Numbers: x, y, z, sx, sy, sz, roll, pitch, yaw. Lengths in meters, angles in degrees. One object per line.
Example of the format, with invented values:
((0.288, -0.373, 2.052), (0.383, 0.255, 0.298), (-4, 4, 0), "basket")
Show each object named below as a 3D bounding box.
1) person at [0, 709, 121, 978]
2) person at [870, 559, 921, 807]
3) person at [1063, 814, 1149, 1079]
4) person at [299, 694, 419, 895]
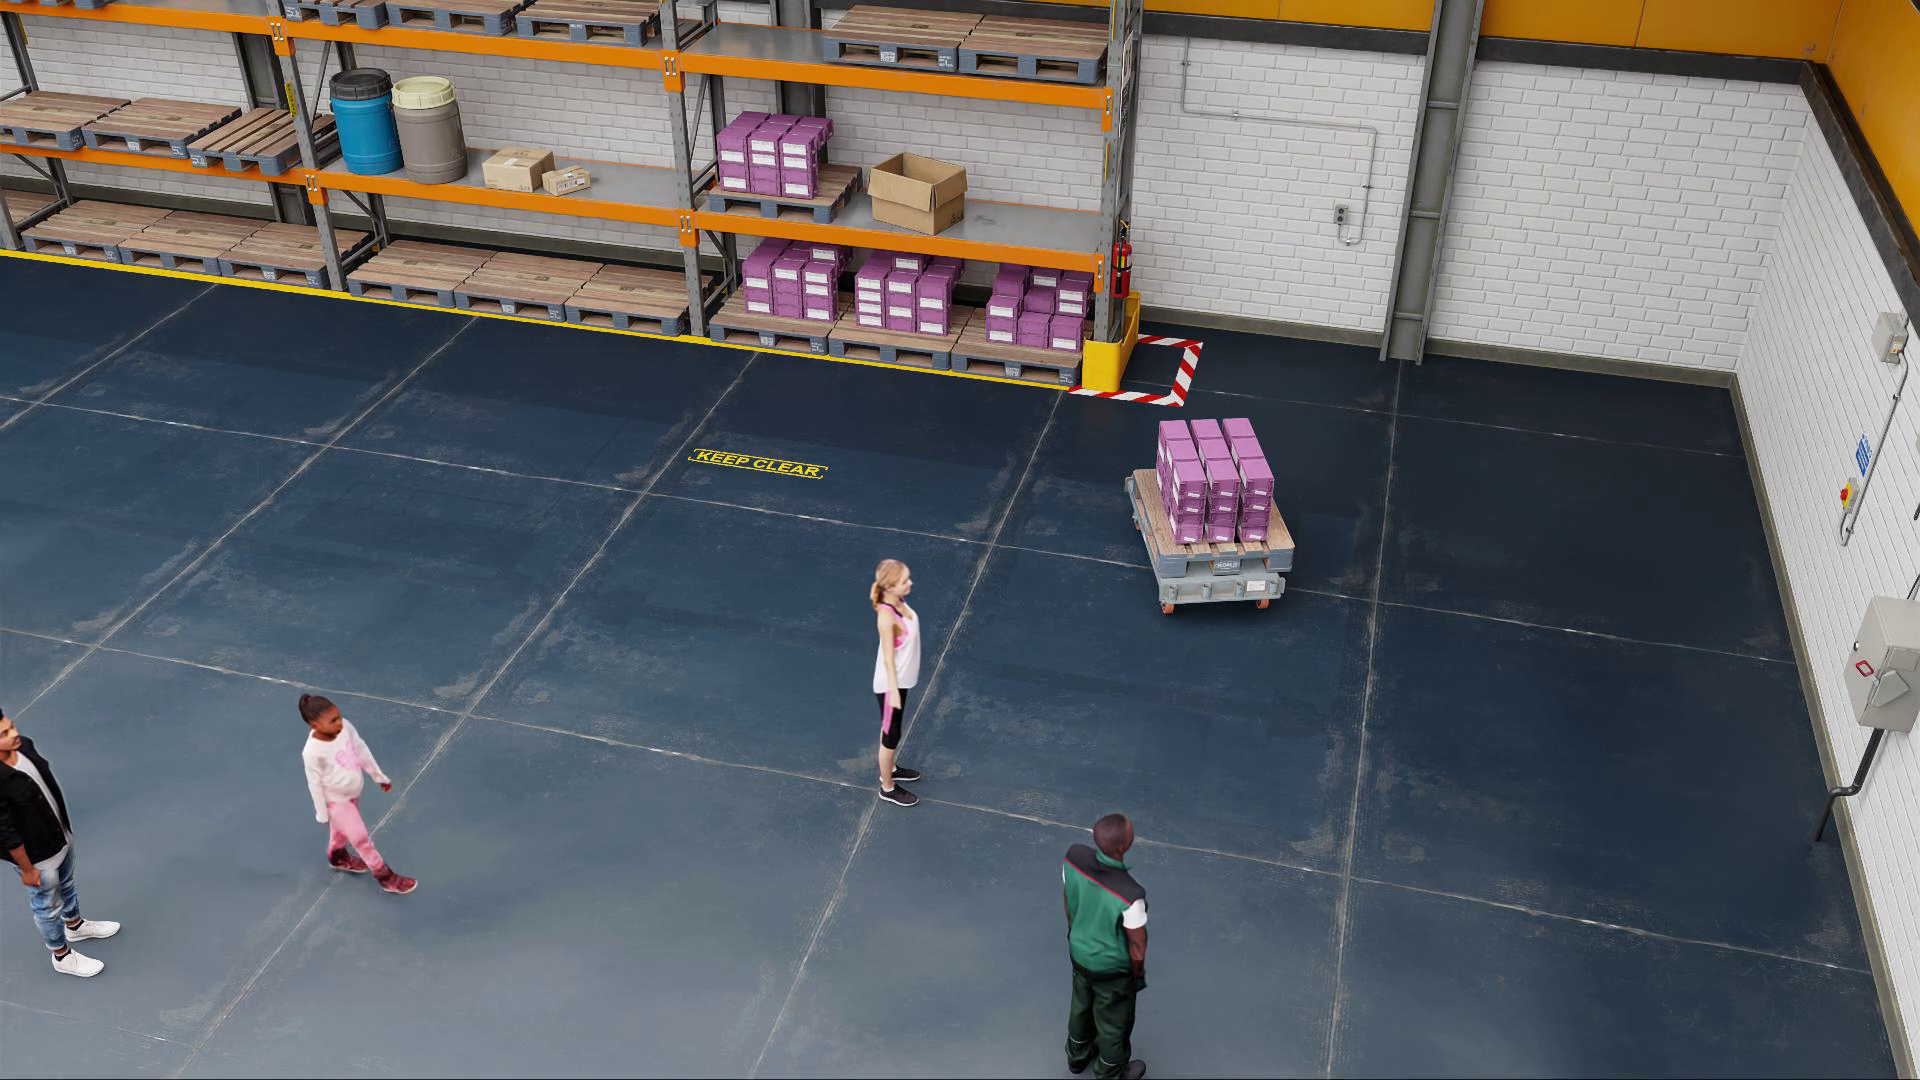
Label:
((-5.138, 1.640, 9.212), (0.731, 1.814, 0.769), (-3, 34, -5), "person")
((-0.422, 0.872, 10.393), (0.574, 1.787, 0.642), (3, 34, 4), "person")
((0.738, 2.106, 8.489), (0.844, 1.840, 0.734), (-28, 43, -35), "person")
((-3.721, 1.472, 9.824), (0.880, 1.417, 0.560), (7, 34, 10), "person")
